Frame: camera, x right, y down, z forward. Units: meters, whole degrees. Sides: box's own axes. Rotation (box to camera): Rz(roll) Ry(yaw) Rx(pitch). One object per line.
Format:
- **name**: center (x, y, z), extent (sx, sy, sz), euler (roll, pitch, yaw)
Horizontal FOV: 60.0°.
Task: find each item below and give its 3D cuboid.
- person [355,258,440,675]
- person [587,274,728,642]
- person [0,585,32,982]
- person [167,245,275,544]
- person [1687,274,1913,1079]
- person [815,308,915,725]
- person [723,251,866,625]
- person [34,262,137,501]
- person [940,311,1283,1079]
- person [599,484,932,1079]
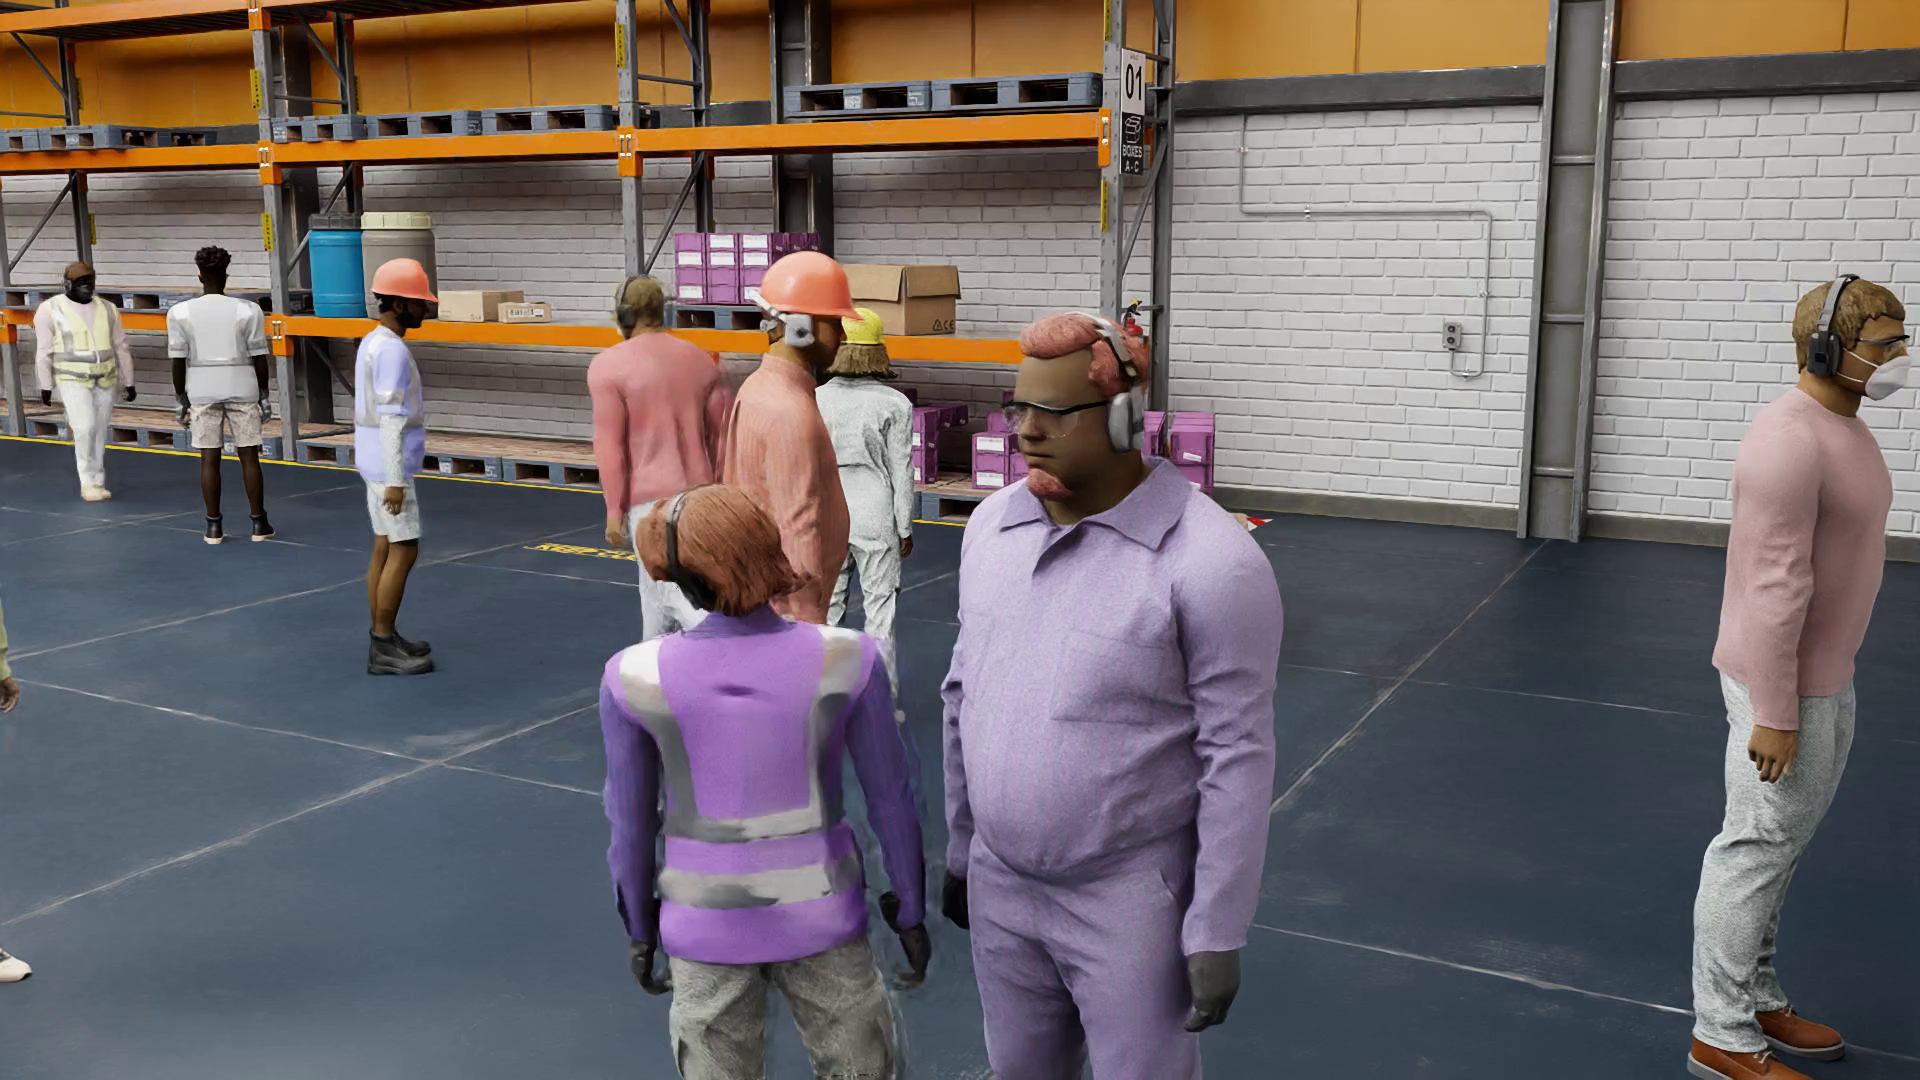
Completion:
- **person**: center (-2.603, -0.338, 7.760), extent (0.418, 1.924, 0.596), euler (-4, 11, -23)
- **person**: center (-1.158, -0.167, 6.966), extent (0.982, 1.887, 0.630), euler (8, 13, 37)
- **person**: center (-2.723, 0.364, 4.338), extent (0.329, 1.765, 0.526), euler (6, 12, 29)
- **person**: center (-4.873, -0.952, 10.997), extent (0.605, 1.966, 0.373), euler (-3, 11, -18)
- **person**: center (1.981, 0.348, 3.943), extent (0.354, 1.937, 0.635), euler (8, 13, 37)
- **person**: center (-0.408, -0.077, 6.831), extent (0.484, 1.737, 0.321), euler (3, 11, 17)
- **person**: center (-0.469, 0.172, 4.794), extent (0.413, 1.984, 0.624), euler (-3, 11, -14)
- **person**: center (-6.610, -1.191, 12.684), extent (0.604, 1.823, 0.659), euler (7, 13, 35)
- **person**: center (0.195, 0.575, 2.795), extent (0.652, 1.904, 0.403), euler (10, 14, 43)
- **person**: center (-0.295, 0.699, 2.945), extent (0.646, 1.608, 0.319), euler (-1, 10, -5)
